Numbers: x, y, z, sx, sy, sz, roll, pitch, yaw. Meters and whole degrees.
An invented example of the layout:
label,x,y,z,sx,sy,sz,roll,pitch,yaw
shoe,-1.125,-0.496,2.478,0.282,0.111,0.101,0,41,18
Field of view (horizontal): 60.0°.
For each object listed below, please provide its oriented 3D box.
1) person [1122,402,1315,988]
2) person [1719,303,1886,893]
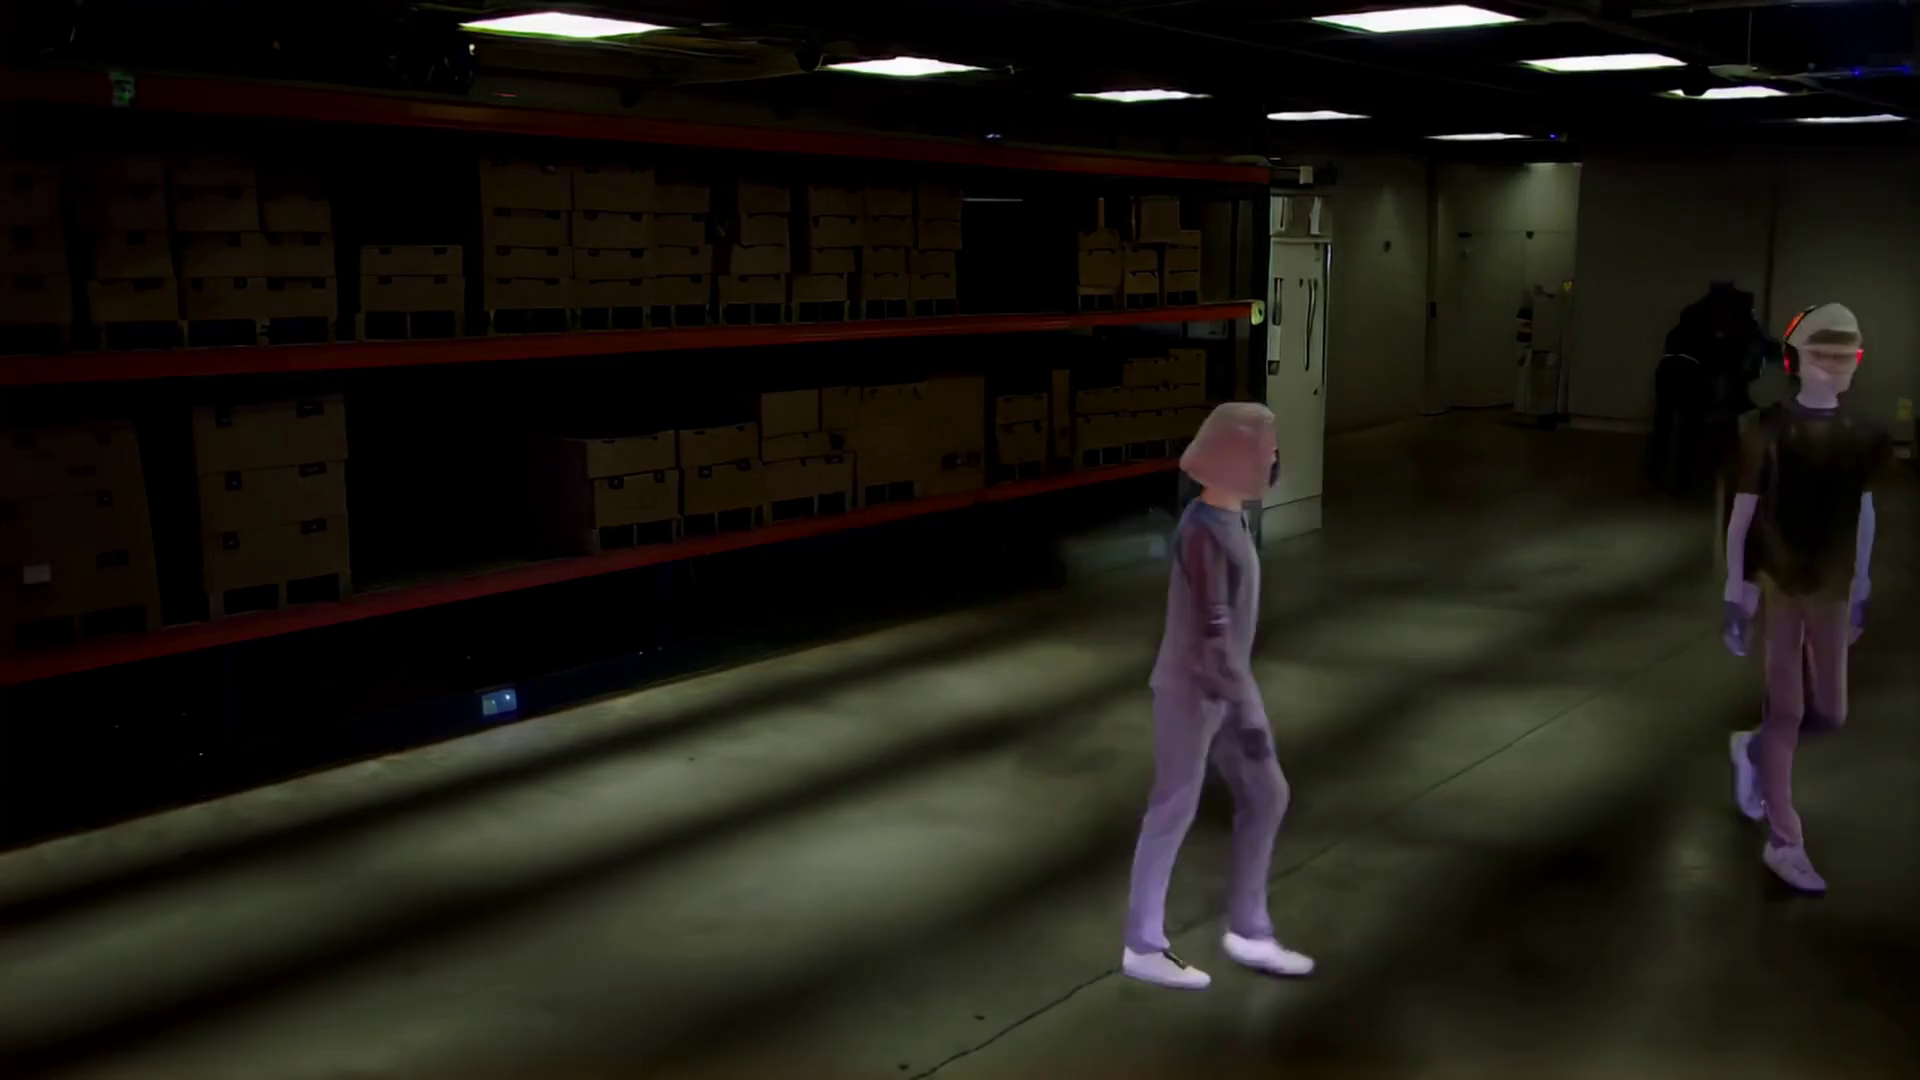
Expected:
label,x,y,z,sx,sy,sz,roll,pitch,yaw
person,0.738,0.439,4.468,0.640,1.608,0.511,4,11,23
person,2.694,0.158,5.409,0.516,1.854,0.649,-1,10,-3
